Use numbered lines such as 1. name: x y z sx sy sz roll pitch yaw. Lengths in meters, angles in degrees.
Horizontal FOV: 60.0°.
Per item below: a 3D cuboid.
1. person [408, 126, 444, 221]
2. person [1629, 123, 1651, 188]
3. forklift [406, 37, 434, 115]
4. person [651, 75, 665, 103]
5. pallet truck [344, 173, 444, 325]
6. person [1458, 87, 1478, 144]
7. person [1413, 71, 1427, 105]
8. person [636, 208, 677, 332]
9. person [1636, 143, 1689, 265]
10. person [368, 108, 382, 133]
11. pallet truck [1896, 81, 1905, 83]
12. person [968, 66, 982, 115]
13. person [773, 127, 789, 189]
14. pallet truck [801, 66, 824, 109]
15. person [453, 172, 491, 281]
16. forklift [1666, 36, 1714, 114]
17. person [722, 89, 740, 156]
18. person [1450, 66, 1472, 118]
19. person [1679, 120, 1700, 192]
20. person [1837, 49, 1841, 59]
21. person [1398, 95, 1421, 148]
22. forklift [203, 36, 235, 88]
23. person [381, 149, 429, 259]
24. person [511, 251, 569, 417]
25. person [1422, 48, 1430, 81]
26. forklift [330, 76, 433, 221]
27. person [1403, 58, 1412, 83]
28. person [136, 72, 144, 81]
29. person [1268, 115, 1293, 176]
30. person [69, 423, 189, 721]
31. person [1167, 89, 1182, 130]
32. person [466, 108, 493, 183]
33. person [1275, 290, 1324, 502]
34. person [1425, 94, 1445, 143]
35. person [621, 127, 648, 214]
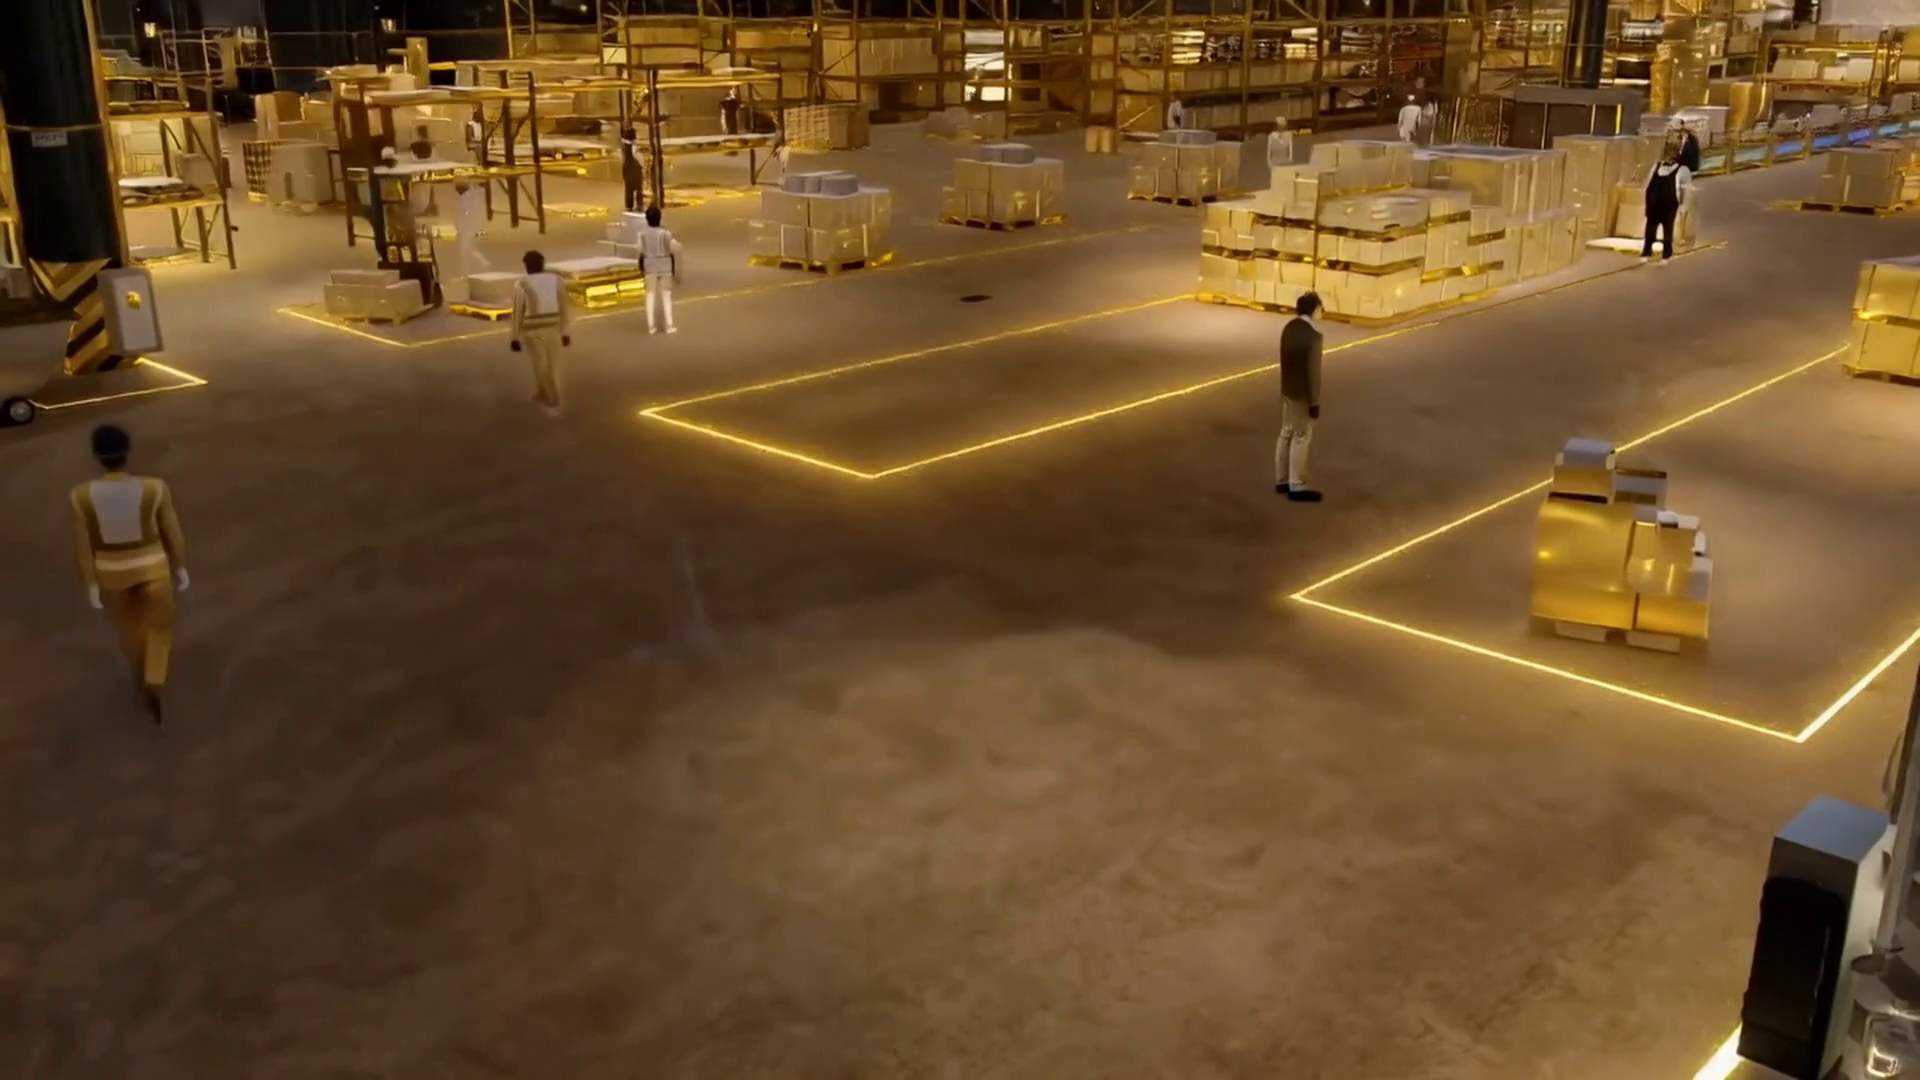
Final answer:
1. person: -10.853 -7.452 33.828 0.585 1.865 1.029 5 19 15
2. person: 14.717 -8.135 36.032 0.328 1.767 0.532 13 22 34
3. forklift: -19.821 -17.027 61.080 1.129 2.768 1.873 17 25 41
4. person: -10.862 -15.899 59.636 0.563 1.615 0.558 11 21 29
5. pallet truck: -8.209 -4.181 23.757 0.823 1.965 1.885 3 19 9
6. person: 15.270 -12.744 50.021 0.537 1.698 0.320 6 19 19
7. person: 17.225 -16.792 62.414 0.501 1.575 0.898 -14 23 -36
8. person: -4.140 -3.679 22.720 0.532 1.694 0.319 0 18 1
9. person: 11.949 -5.712 28.302 0.537 2.000 0.678 -17 25 -41
10. person: -14.608 -10.217 42.099 0.632 1.912 0.855 -12 22 -32
11. pallet truck: 34.802 -16.331 61.455 0.653 1.274 1.630 17 25 41
12. person: 0.552 -15.834 59.001 0.440 1.908 0.613 -14 23 -37
13. person: -3.617 -7.393 33.648 0.329 1.865 0.507 -3 19 -8
14. pallet truck: -4.812 -15.182 56.903 0.823 1.965 1.885 -9 21 -26
15. person: -7.932 -5.068 26.855 0.490 1.730 0.502 11 21 31
16. forklift: 27.341 -17.291 61.877 1.129 2.768 1.873 17 25 41
17. person: -6.507 -11.781 46.917 0.524 1.842 0.874 -10 21 -28
18. person: 18.003 -15.980 59.481 0.659 1.886 0.717 -16 24 -39
19. person: 14.777 -7.521 33.825 0.381 1.994 0.614 6 19 17
20. person: 41.190 -22.275 78.302 0.400 1.986 0.608 13 23 35
21. person: 12.096 -11.046 44.754 0.592 1.801 0.762 1 18 2
22. forklift: -27.078 -17.187 61.563 1.873 2.768 1.129 -7 20 -20
23. person: -9.763 -5.888 29.090 0.886 1.887 0.606 -12 22 -32
24. person: -4.606 -2.254 18.303 0.838 1.827 0.638 16 24 40
25. person: 21.726 -21.824 77.098 0.642 1.896 0.992 4 19 12
26. forklift: -11.917 -8.020 33.946 1.873 2.768 1.129 10 21 28
27. person: 21.152 -22.180 78.565 0.508 1.629 0.314 -17 25 -42
28. person: -26.880 -14.466 54.911 0.569 1.893 0.674 6 19 17
29. person: 6.932 -8.195 35.964 0.576 1.924 0.400 -3 19 -9
30. person: -5.313 0.204 10.679 0.614 1.924 0.883 -5 19 -14
31. person: 5.779 -11.102 44.659 0.367 1.966 0.607 -7 19 -19
32. person: -11.370 -9.280 39.363 0.574 1.858 0.824 -12 22 -32
33. person: 3.131 -1.326 15.247 0.371 1.941 0.627 -4 19 -12
34. person: 13.524 -11.836 47.354 0.543 1.650 0.880 13 22 34
35. person: -6.657 -7.518 34.051 0.514 1.845 0.339 1 18 3
